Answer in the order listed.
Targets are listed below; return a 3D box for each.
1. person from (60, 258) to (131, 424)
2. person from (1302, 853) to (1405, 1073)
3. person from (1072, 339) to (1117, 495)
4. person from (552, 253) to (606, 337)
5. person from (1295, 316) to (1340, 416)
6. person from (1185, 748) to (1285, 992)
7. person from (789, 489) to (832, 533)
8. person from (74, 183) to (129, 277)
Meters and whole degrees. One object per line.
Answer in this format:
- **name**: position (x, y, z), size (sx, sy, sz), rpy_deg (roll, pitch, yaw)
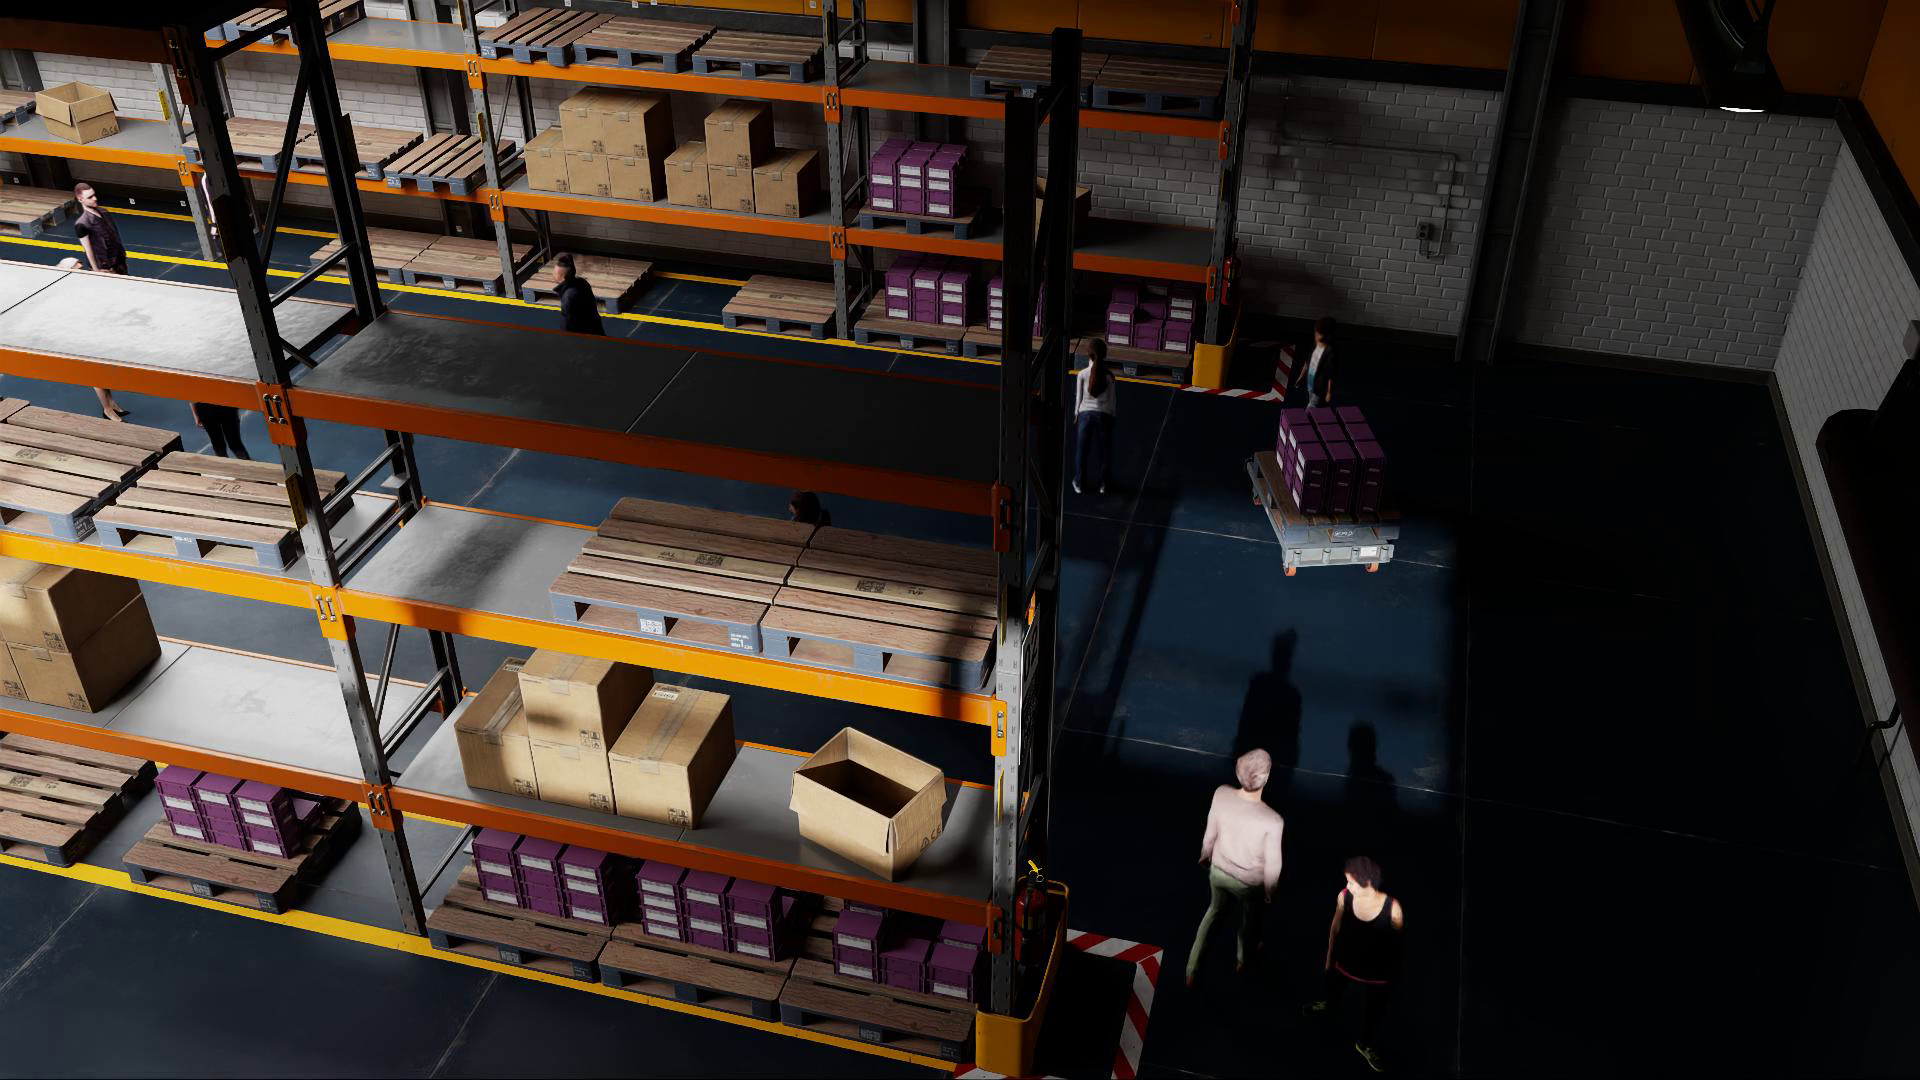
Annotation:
- **person**: position (-8.475, -1.957, 16.288), size (0.722, 1.746, 0.699), rpy_deg (-9, 35, -13)
- **person**: position (2.434, 2.478, 9.811), size (0.611, 1.529, 0.846), rpy_deg (7, 34, 10)
- **person**: position (1.213, -1.121, 15.201), size (0.542, 1.557, 0.637), rpy_deg (2, 34, 3)
- **person**: position (-3.550, -1.905, 16.141), size (1.220, 1.822, 0.954), rpy_deg (1, 34, 1)
- **person**: position (3.478, -1.474, 15.850), size (0.907, 1.426, 0.765), rpy_deg (-7, 34, -11)
- **person**: position (1.650, 2.080, 10.117), size (1.077, 1.854, 1.010), rpy_deg (24, 40, 31)
- **person**: position (-1.017, 0.377, 12.763), size (1.071, 1.761, 0.837), rpy_deg (22, 40, 30)
- **person**: position (-9.060, -2.911, 17.636), size (0.636, 1.842, 0.714), rpy_deg (3, 34, 5)
